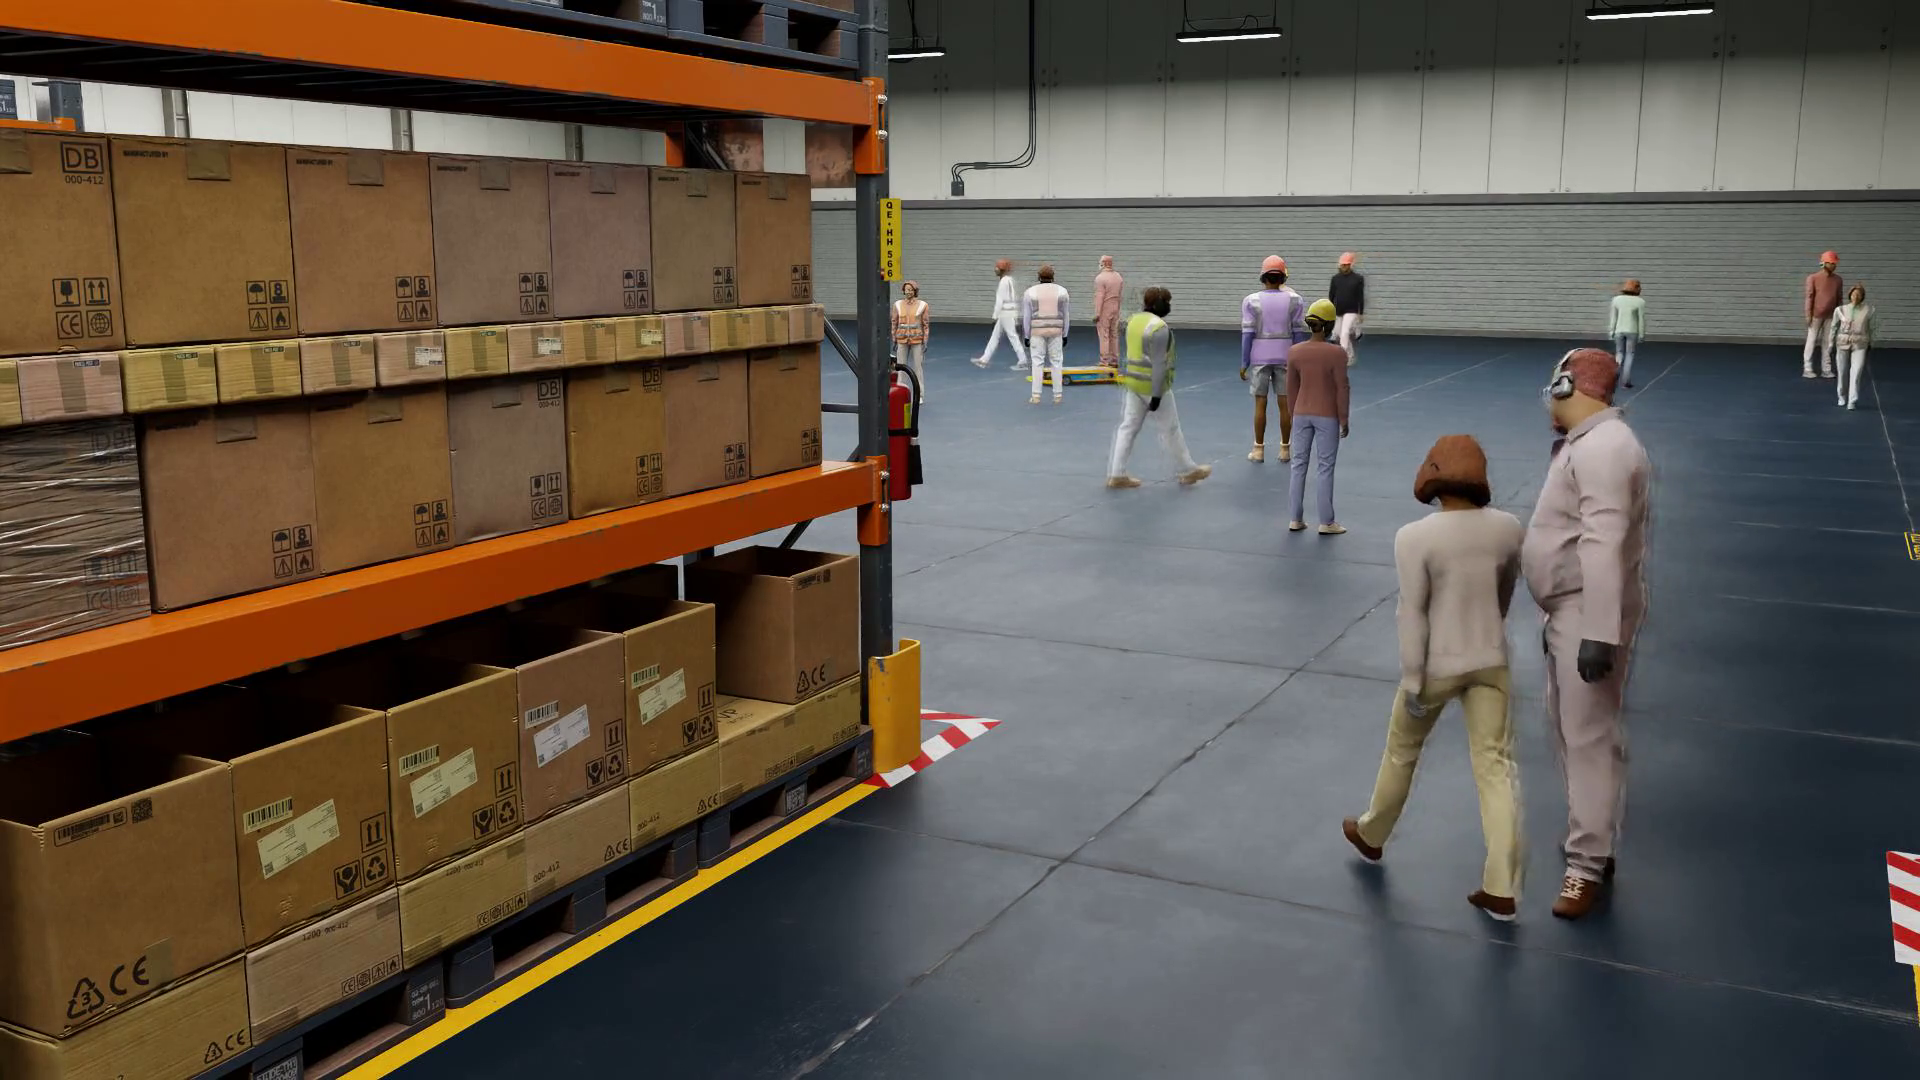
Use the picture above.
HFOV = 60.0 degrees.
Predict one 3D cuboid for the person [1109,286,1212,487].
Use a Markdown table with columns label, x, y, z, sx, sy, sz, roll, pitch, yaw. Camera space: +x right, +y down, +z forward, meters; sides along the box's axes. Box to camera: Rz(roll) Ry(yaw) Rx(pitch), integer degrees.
| label | x | y | z | sx | sy | sz | roll | pitch | yaw |
| --- | --- | --- | --- | --- | --- | --- | --- | --- | --- |
| person | 1.771 | -1.360 | 14.830 | 0.954 | 1.791 | 0.624 | -5 | 11 | -24 |

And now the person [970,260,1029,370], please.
| label | x | y | z | sx | sy | sz | roll | pitch | yaw |
| --- | --- | --- | --- | --- | --- | --- | --- | --- | --- |
| person | 0.687 | -3.736 | 27.709 | 1.025 | 1.822 | 0.600 | 1 | 10 | 5 |

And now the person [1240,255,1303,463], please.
| label | x | y | z | sx | sy | sz | roll | pitch | yaw |
| --- | --- | --- | --- | --- | --- | --- | --- | --- | --- |
| person | 3.072 | -1.782 | 16.450 | 0.605 | 2.045 | 0.387 | 0 | 10 | -1 |

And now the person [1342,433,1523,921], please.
| label | x | y | z | sx | sy | sz | roll | pitch | yaw |
| --- | --- | --- | --- | --- | --- | --- | --- | --- | --- |
| person | 1.660 | 0.430 | 5.645 | 0.495 | 1.584 | 0.826 | -2 | 11 | -12 |

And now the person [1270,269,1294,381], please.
| label | x | y | z | sx | sy | sz | roll | pitch | yaw |
| --- | --- | --- | --- | --- | --- | --- | --- | --- | --- |
| person | 4.884 | -3.294 | 25.458 | 0.316 | 1.767 | 0.535 | -8 | 13 | -36 |

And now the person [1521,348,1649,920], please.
| label | x | y | z | sx | sy | sz | roll | pitch | yaw |
| --- | --- | --- | --- | --- | --- | --- | --- | --- | --- |
| person | 2.096 | 0.296 | 5.633 | 0.396 | 1.863 | 0.753 | 3 | 11 | 17 |

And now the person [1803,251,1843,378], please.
| label | x | y | z | sx | sy | sz | roll | pitch | yaw |
| --- | --- | --- | --- | --- | --- | --- | --- | --- | --- |
| person | 13.620 | -3.550 | 26.231 | 0.616 | 1.992 | 0.391 | -1 | 10 | -5 |

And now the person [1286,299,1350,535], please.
| label | x | y | z | sx | sy | sz | roll | pitch | yaw |
| --- | --- | --- | --- | --- | --- | --- | --- | --- | --- |
| person | 2.695 | -0.921 | 12.520 | 0.525 | 1.769 | 0.308 | 9 | 14 | 41 |

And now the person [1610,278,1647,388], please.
| label | x | y | z | sx | sy | sz | roll | pitch | yaw |
| --- | --- | --- | --- | --- | --- | --- | --- | --- | --- |
| person | 9.845 | -3.041 | 24.474 | 0.346 | 1.617 | 0.519 | -10 | 14 | -42 |

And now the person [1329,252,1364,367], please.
| label | x | y | z | sx | sy | sz | roll | pitch | yaw |
| --- | --- | --- | --- | --- | --- | --- | --- | --- | --- |
| person | 6.535 | -3.874 | 28.093 | 0.627 | 1.966 | 0.928 | 9 | 14 | 40 |

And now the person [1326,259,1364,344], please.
| label | x | y | z | sx | sy | sz | roll | pitch | yaw |
| --- | --- | --- | --- | --- | --- | --- | --- | --- | --- |
| person | 7.934 | -4.913 | 34.178 | 0.792 | 1.805 | 0.598 | -4 | 11 | -21 |

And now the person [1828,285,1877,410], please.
| label | x | y | z | sx | sy | sz | roll | pitch | yaw |
| --- | --- | --- | --- | --- | --- | --- | --- | --- | --- |
| person | 11.611 | -2.514 | 21.654 | 0.529 | 1.608 | 0.810 | 6 | 12 | 31 |

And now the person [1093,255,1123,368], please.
| label | x | y | z | sx | sy | sz | roll | pitch | yaw |
| --- | --- | --- | --- | --- | --- | --- | --- | --- | --- |
| person | 2.450 | -3.831 | 28.007 | 0.403 | 1.904 | 0.652 | 9 | 14 | 41 |

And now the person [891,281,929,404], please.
| label | x | y | z | sx | sy | sz | roll | pitch | yaw |
| --- | --- | --- | --- | --- | --- | --- | --- | --- | --- |
| person | -0.663 | -2.623 | 22.144 | 0.511 | 1.641 | 0.307 | 2 | 11 | 11 |

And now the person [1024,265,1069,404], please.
| label | x | y | z | sx | sy | sz | roll | pitch | yaw |
| --- | --- | --- | --- | --- | --- | --- | --- | --- | --- |
| person | 1.145 | -2.735 | 22.203 | 0.624 | 1.844 | 0.429 | -1 | 10 | -6 |

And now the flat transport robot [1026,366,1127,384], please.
| label | x | y | z | sx | sy | sz | roll | pitch | yaw |
| --- | --- | --- | --- | --- | --- | --- | --- | --- | --- |
| flat transport robot | 1.785 | -2.508 | 25.251 | 1.431 | 0.197 | 0.652 | -4 | 11 | -20 |
